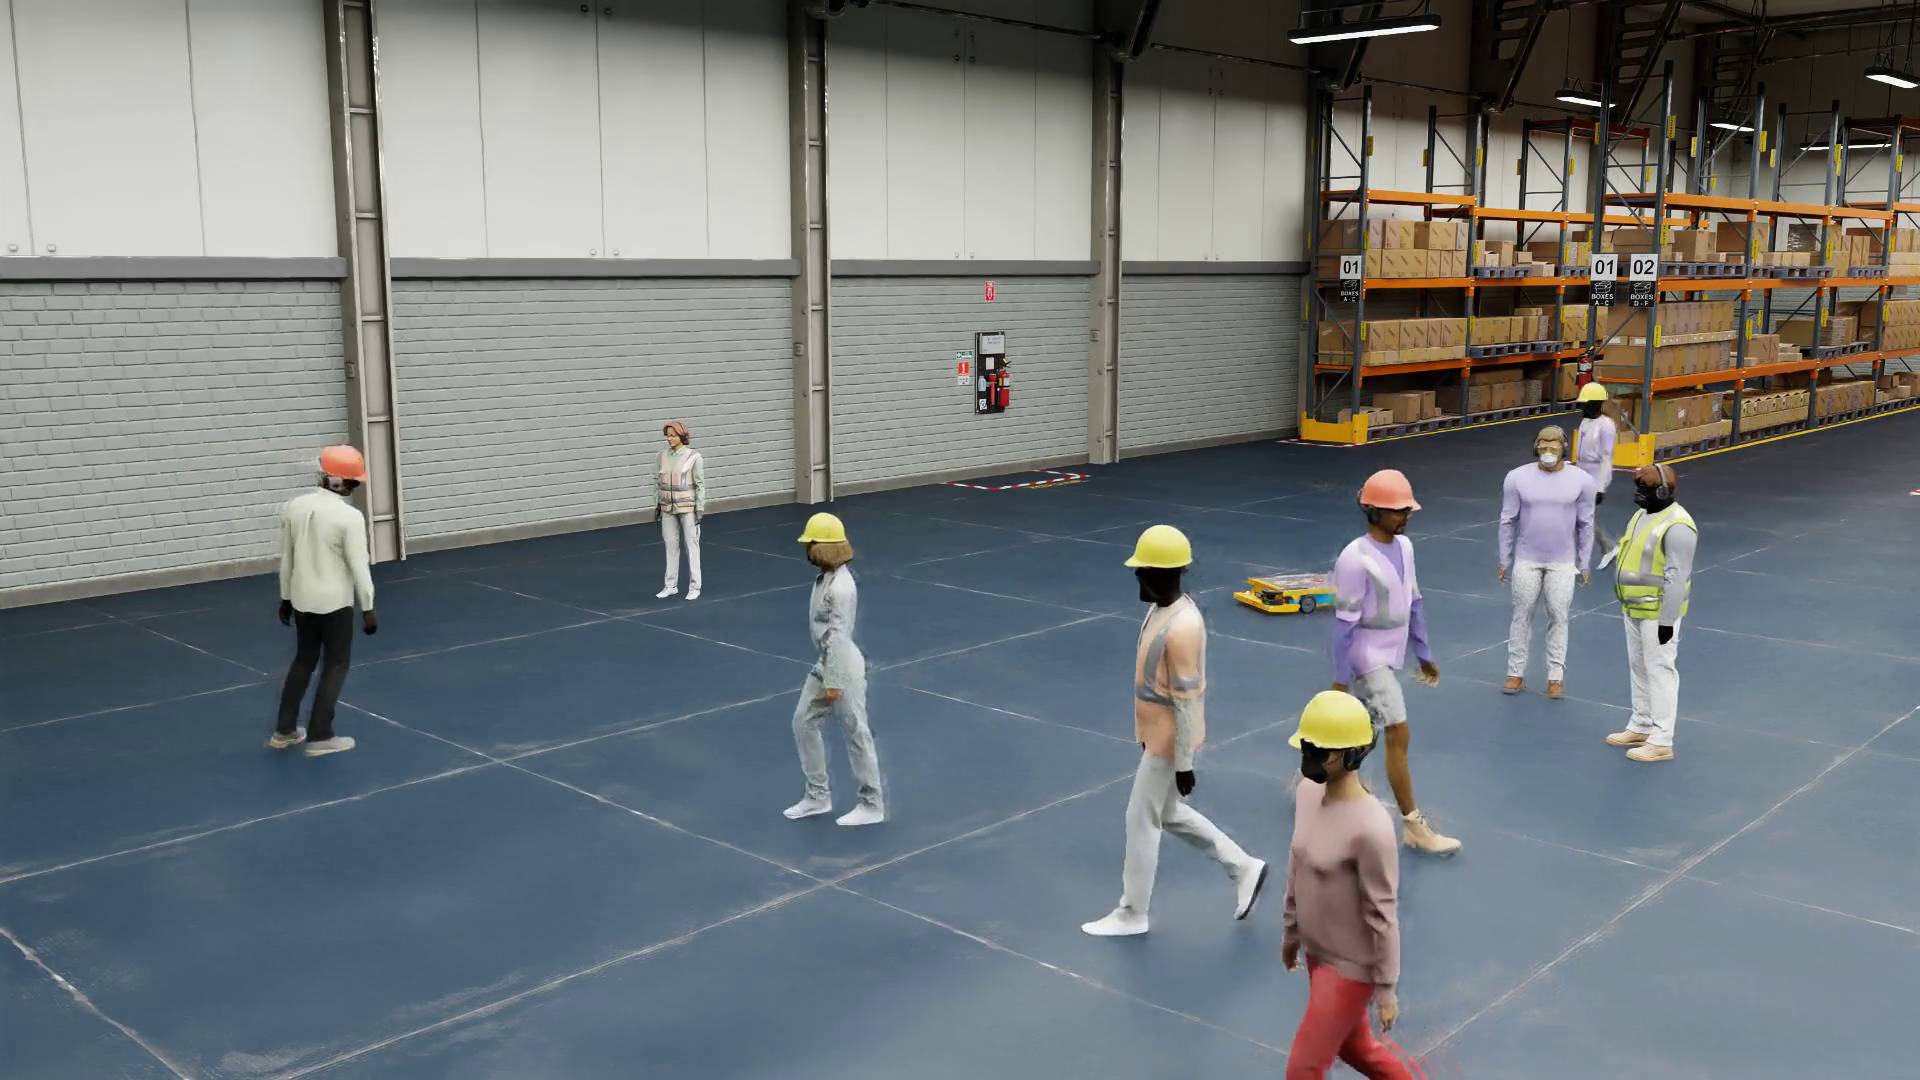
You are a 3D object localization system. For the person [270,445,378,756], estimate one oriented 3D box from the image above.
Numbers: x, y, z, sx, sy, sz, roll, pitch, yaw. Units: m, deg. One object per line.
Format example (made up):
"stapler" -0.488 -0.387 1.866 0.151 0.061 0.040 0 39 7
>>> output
"person" -3.942 0.374 10.365 0.706 1.943 0.461 4 10 25

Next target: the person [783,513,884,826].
"person" -0.723 0.709 8.976 0.663 1.720 0.508 -3 10 -17

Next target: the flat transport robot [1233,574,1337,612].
"flat transport robot" 3.253 0.456 14.955 1.431 0.197 0.652 -3 10 -18

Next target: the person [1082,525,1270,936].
"person" 0.987 0.867 7.491 0.791 1.907 0.595 1 9 3

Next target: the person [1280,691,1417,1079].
"person" 1.262 1.310 5.298 0.855 1.735 0.538 -2 10 -13

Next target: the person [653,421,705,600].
"person" -2.567 -0.268 15.207 0.523 1.639 0.306 4 10 22

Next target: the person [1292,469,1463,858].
"person" 2.186 0.607 8.812 1.044 2.000 0.608 7 12 38

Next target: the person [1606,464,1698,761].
"person" 4.279 0.438 10.319 0.428 1.835 0.627 0 9 -1

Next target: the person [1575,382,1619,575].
"person" 6.260 -0.597 16.392 0.598 1.921 0.627 -1 9 -4

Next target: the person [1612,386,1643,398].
"person" 11.546 -2.490 28.849 0.503 1.612 0.744 9 13 43

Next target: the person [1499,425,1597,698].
"person" 4.128 0.151 11.745 0.635 1.936 0.355 4 10 22
